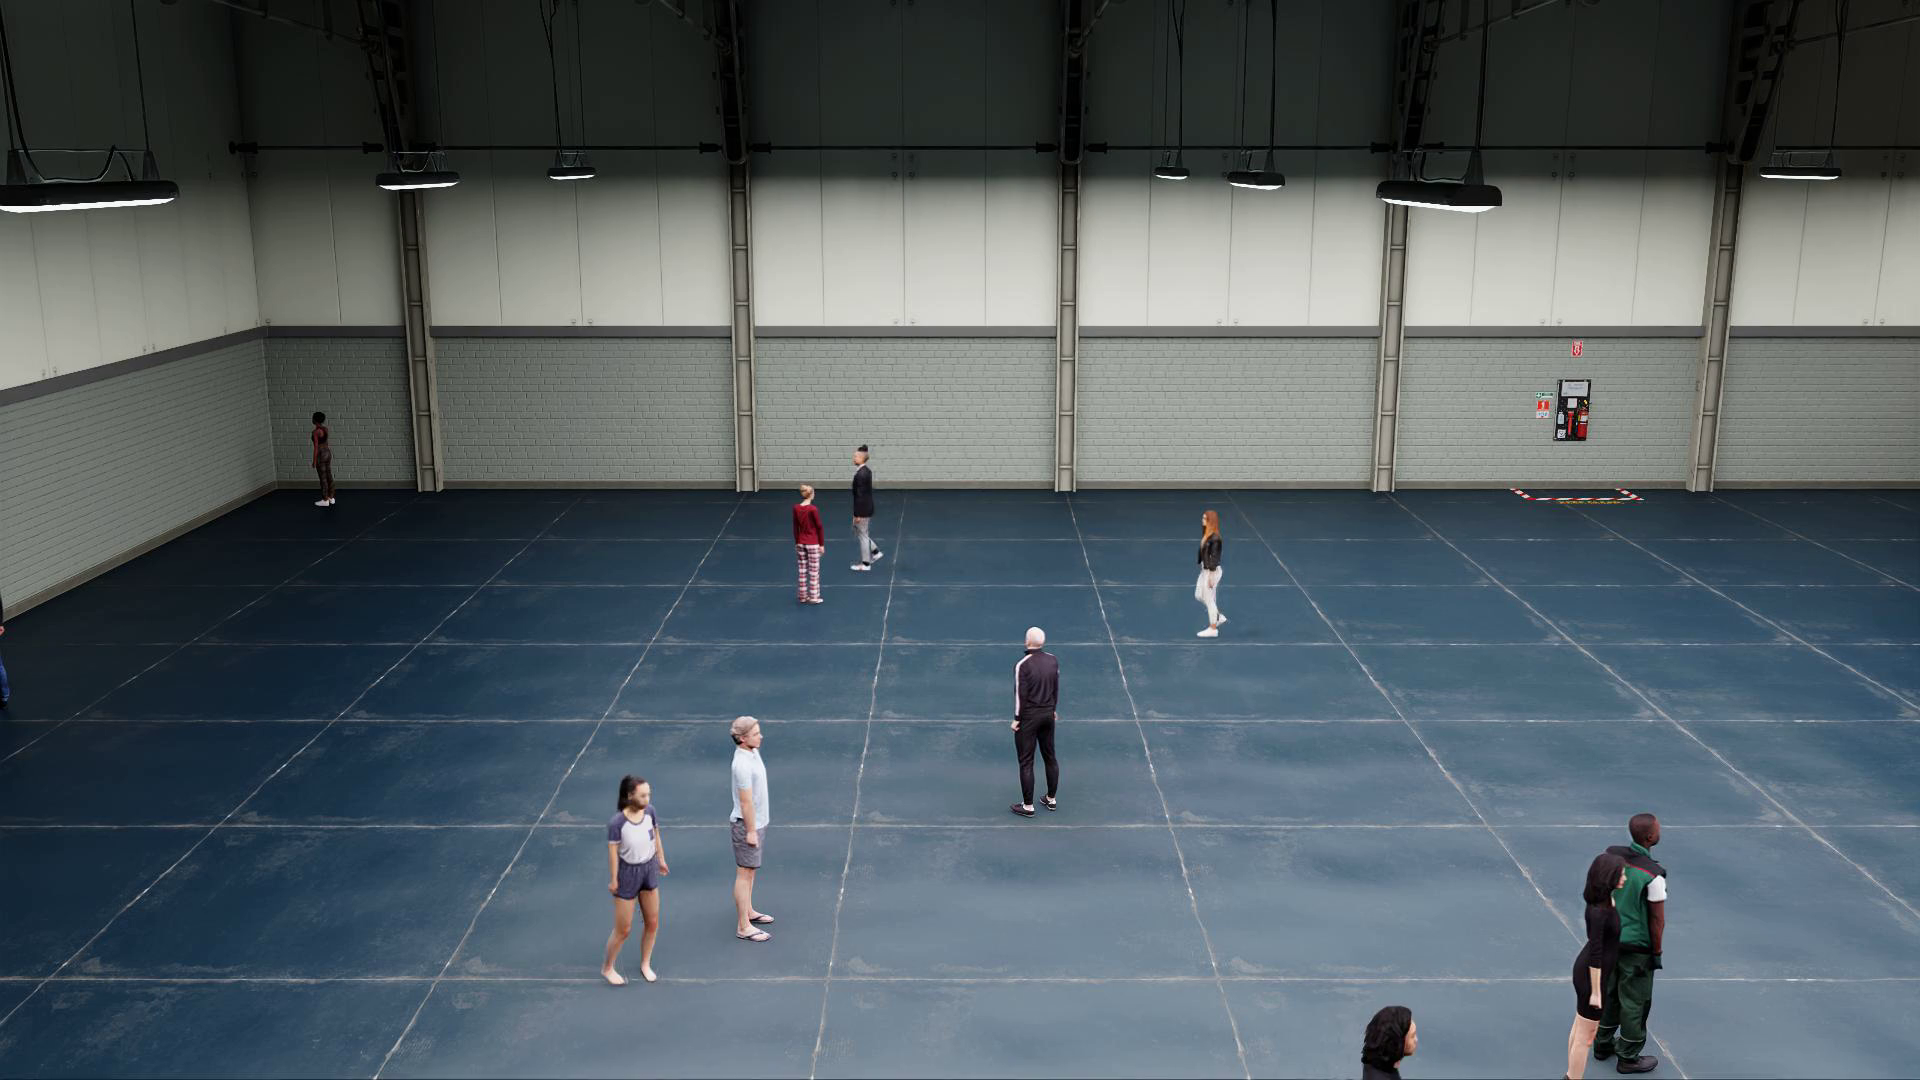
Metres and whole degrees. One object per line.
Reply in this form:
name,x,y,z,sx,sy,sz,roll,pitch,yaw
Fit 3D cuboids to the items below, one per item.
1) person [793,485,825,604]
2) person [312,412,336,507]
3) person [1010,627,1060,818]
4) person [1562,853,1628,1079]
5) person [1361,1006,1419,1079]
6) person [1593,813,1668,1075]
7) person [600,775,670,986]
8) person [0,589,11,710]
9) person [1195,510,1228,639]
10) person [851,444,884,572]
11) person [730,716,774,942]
person,-2.131,0.047,23.391,0.608,1.696,0.743,7,15,29
person,-11.489,-1.478,29.968,0.598,1.700,0.616,3,13,12
person,0.730,1.720,15.853,0.725,1.837,0.826,-9,16,-34
person,4.140,2.890,10.877,0.637,1.803,0.662,5,14,22
person,2.146,3.344,8.919,1.145,1.802,0.834,4,14,15
person,4.604,2.744,11.431,0.744,1.838,0.771,-6,14,-24
person,-2.501,2.564,12.668,0.739,1.629,0.792,-11,17,-39
person,-11.061,1.016,18.768,0.780,1.894,0.761,9,16,35
person,3.350,0.439,21.708,0.644,1.692,0.612,0,13,-1
person,-1.370,-0.484,25.131,0.725,1.946,0.739,1,13,5
person,-1.709,2.288,13.415,0.527,1.831,0.650,0,13,0
